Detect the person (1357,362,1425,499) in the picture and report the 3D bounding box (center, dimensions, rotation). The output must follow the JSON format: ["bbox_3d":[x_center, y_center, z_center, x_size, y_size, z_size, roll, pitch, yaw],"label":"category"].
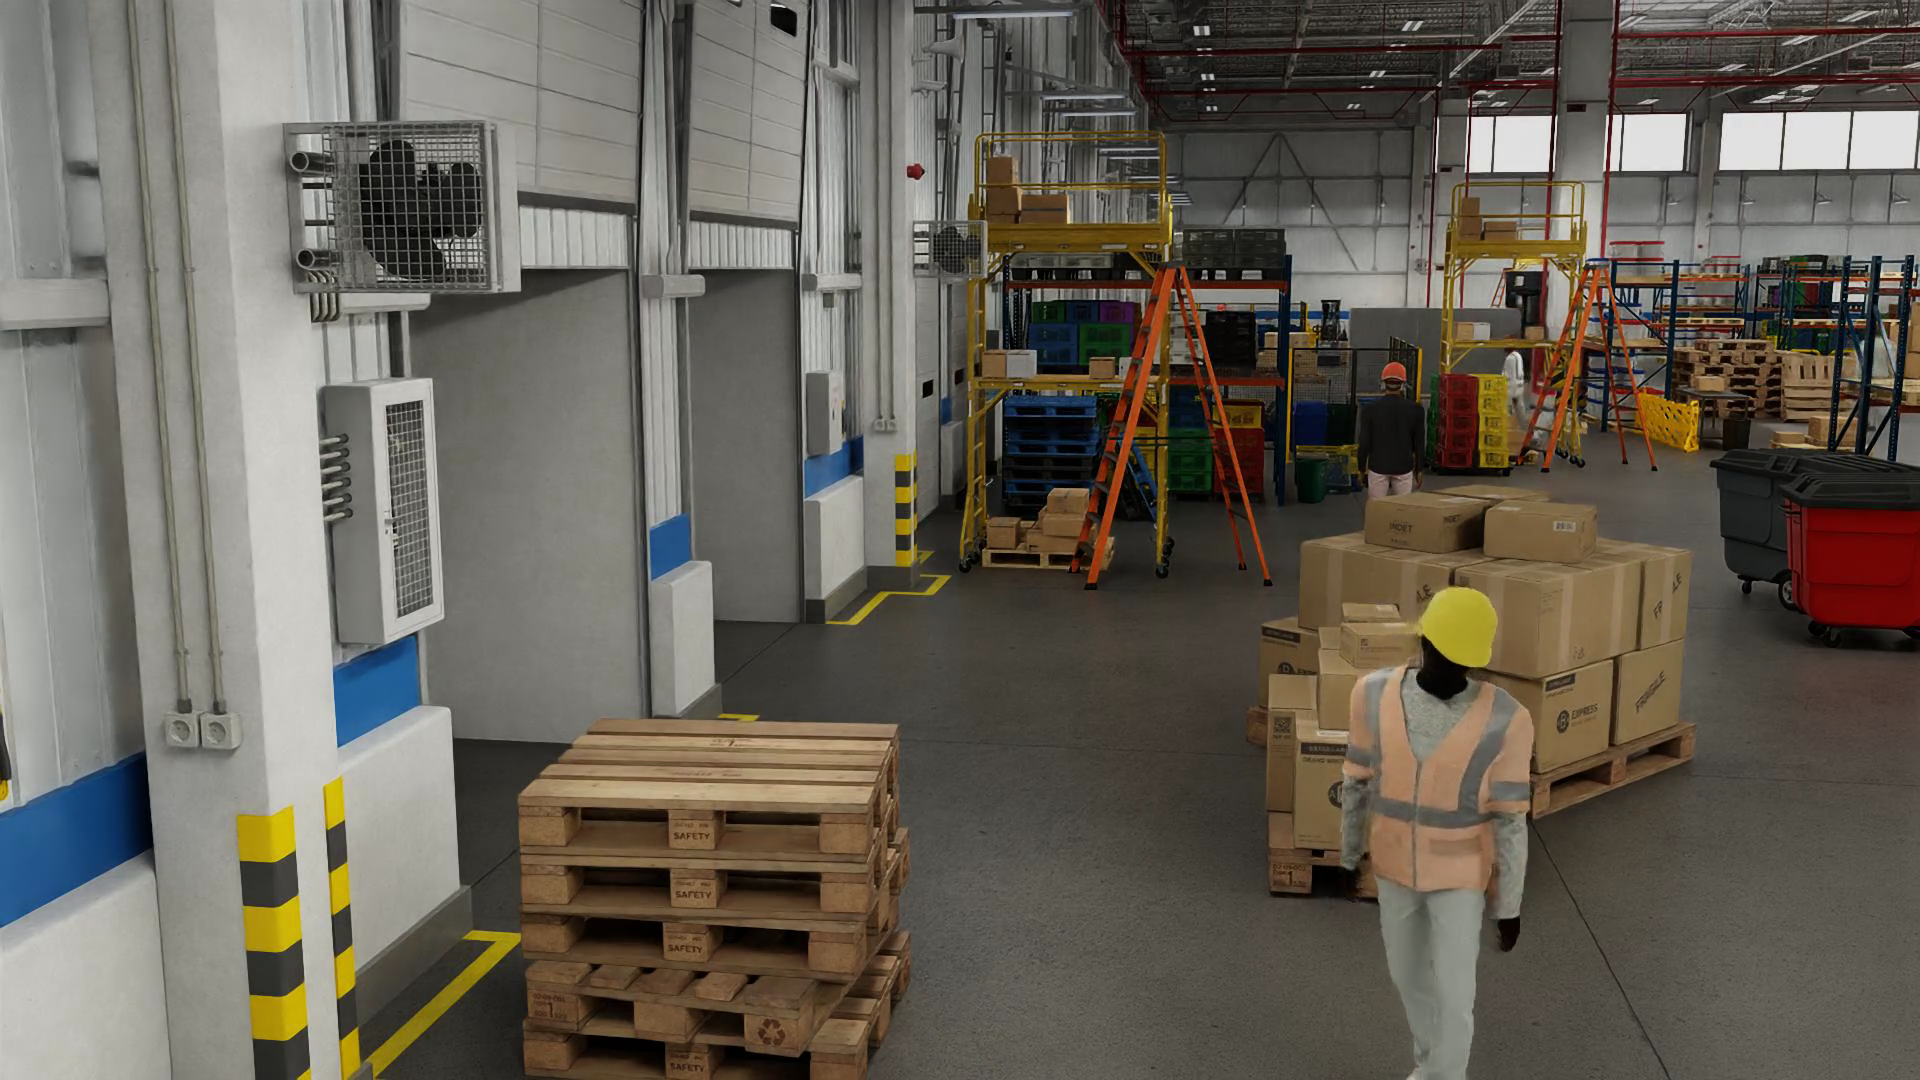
[{"bbox_3d":[4.039,-0.669,15.617,0.621,1.992,0.397,1,9,7],"label":"person"}]

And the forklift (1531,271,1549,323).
[{"bbox_3d":[14.835,-5.369,41.877,1.873,2.768,1.129,-6,11,-35],"label":"forklift"}]

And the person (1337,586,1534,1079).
[{"bbox_3d":[1.539,1.045,5.407,0.620,1.884,0.556,6,11,35],"label":"person"}]

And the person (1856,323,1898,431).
[{"bbox_3d":[16.324,-2.895,29.572,0.651,1.912,0.765,8,12,40],"label":"person"}]

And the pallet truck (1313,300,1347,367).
[{"bbox_3d":[11.159,-6.200,49.718,0.823,1.965,1.885,4,10,26],"label":"pallet truck"}]

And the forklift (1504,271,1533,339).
[{"bbox_3d":[15.262,-5.964,45.551,1.873,2.768,1.129,-3,10,-18],"label":"forklift"}]

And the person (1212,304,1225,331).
[{"bbox_3d":[7.145,-5.547,45.918,0.578,1.920,0.530,6,11,33],"label":"person"}]

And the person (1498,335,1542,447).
[{"bbox_3d":[8.883,-2.380,26.687,1.020,1.832,0.585,7,11,35],"label":"person"}]

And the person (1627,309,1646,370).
[{"bbox_3d":[17.791,-5.205,43.921,0.681,1.892,0.678,2,10,15],"label":"person"}]
